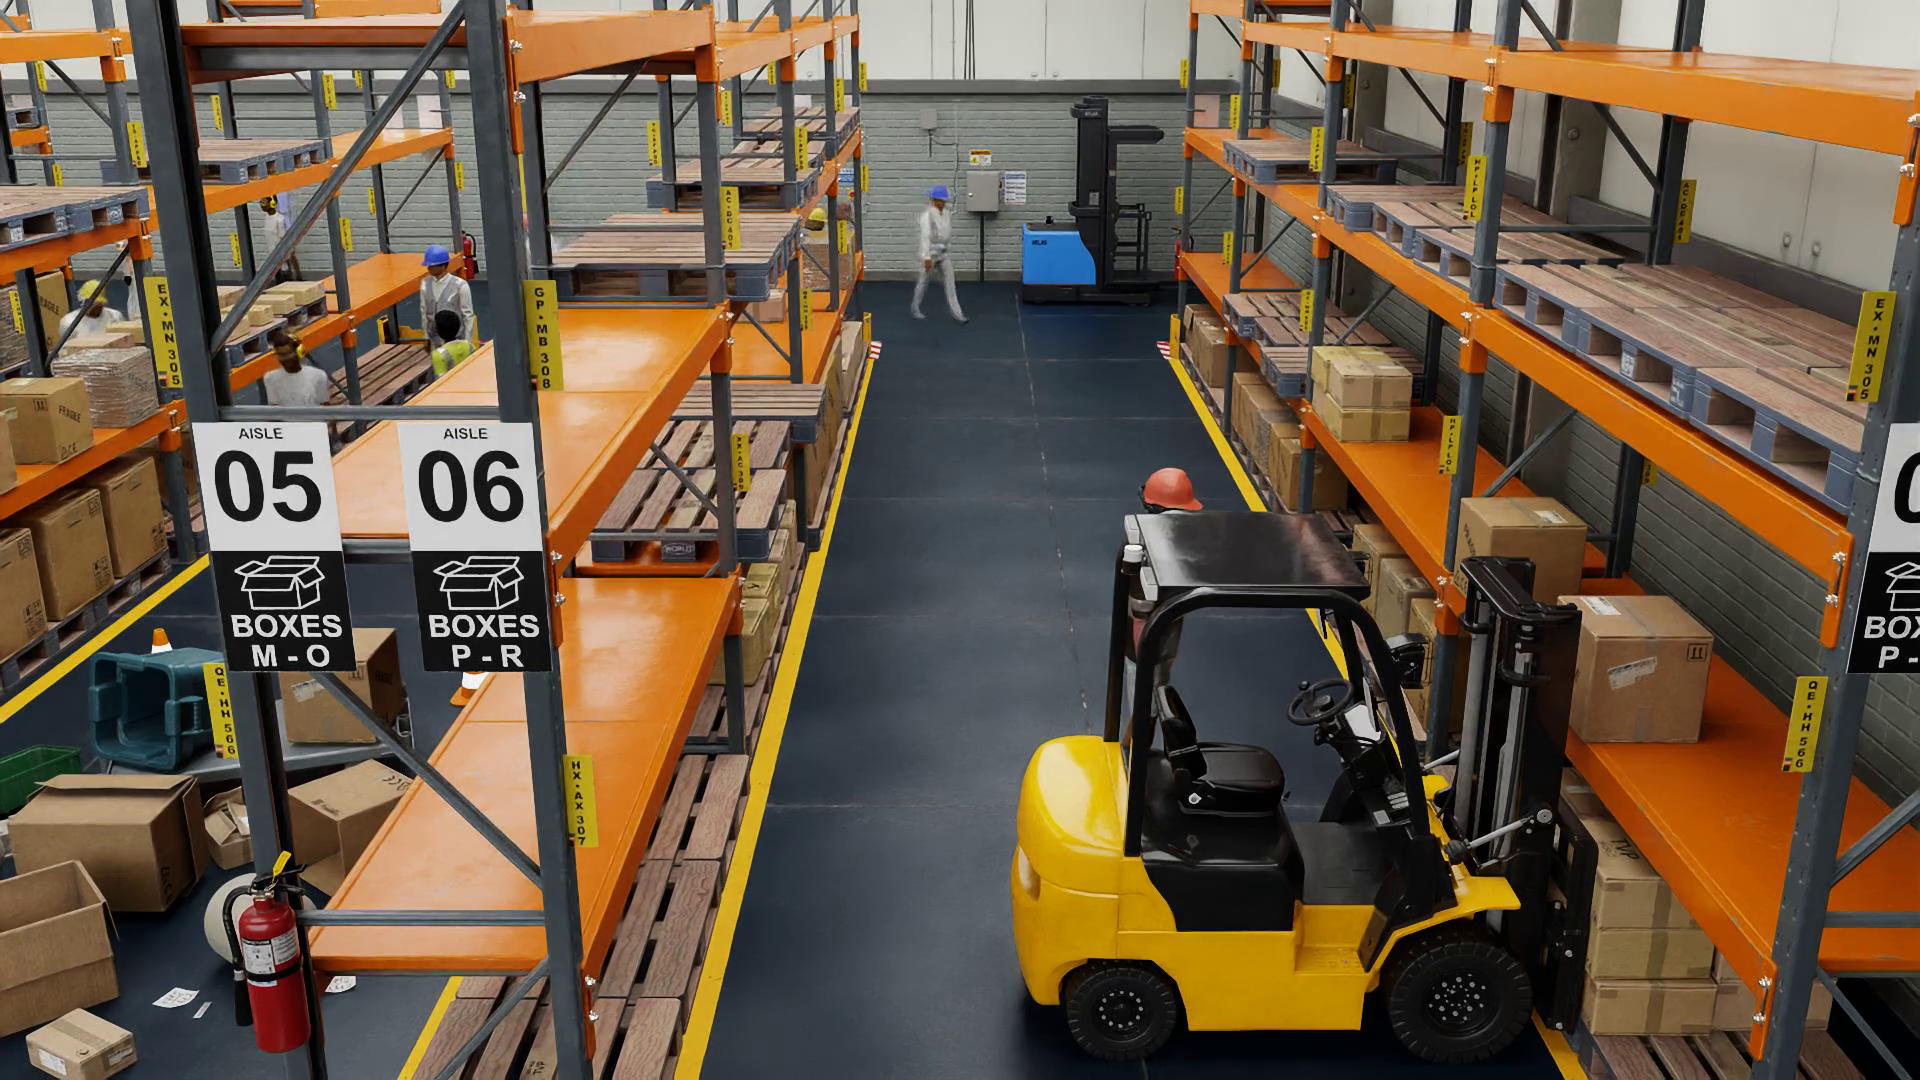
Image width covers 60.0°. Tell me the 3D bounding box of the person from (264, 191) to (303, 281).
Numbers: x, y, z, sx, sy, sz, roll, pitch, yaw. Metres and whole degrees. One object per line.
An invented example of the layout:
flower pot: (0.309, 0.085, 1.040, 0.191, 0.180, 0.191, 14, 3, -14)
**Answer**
person: (-10.404, -4.757, 25.422, 0.378, 1.910, 0.633, 4, 19, 11)

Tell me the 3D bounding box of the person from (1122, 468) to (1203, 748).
person: (1.082, 0.585, 9.061, 0.405, 2.035, 0.601, 5, 19, 16)

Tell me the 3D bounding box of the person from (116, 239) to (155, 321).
person: (-10.744, -3.562, 21.755, 0.381, 1.924, 0.594, 2, 18, 5)

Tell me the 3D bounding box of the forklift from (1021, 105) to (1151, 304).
forklift: (1.857, -4.944, 24.441, 1.873, 2.768, 1.129, 0, 18, 0)

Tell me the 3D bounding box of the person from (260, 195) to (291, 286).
person: (-9.264, -3.810, 22.621, 0.327, 1.861, 0.503, -17, 25, -41)

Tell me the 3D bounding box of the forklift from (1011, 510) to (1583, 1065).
forklift: (1.387, 1.055, 7.378, 2.313, 2.155, 1.214, 0, 18, 0)

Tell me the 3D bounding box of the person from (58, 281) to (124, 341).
person: (-8.306, -1.604, 16.046, 0.610, 1.794, 0.472, -13, 22, -35)

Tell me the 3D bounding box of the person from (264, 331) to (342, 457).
person: (-5.342, -0.808, 13.575, 0.525, 1.837, 0.845, -3, 18, -8)

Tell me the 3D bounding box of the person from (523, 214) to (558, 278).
person: (-5.405, -3.352, 21.502, 0.958, 1.682, 0.563, 9, 20, 26)

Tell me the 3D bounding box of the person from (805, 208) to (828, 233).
person: (-1.872, -3.483, 21.827, 0.324, 1.729, 0.494, -1, 18, -4)

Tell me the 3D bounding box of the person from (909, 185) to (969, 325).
person: (-0.338, -3.947, 22.979, 1.016, 1.897, 0.641, 16, 24, 41)

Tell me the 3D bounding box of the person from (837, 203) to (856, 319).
person: (-1.597, -3.883, 23.207, 0.342, 1.624, 0.509, -4, 19, -11)

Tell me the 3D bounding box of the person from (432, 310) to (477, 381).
person: (-4.577, -1.252, 15.128, 0.321, 1.699, 0.530, 8, 20, 22)

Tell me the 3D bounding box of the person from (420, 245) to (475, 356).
person: (-5.329, -2.098, 17.309, 0.606, 1.940, 0.409, 6, 19, 19)
